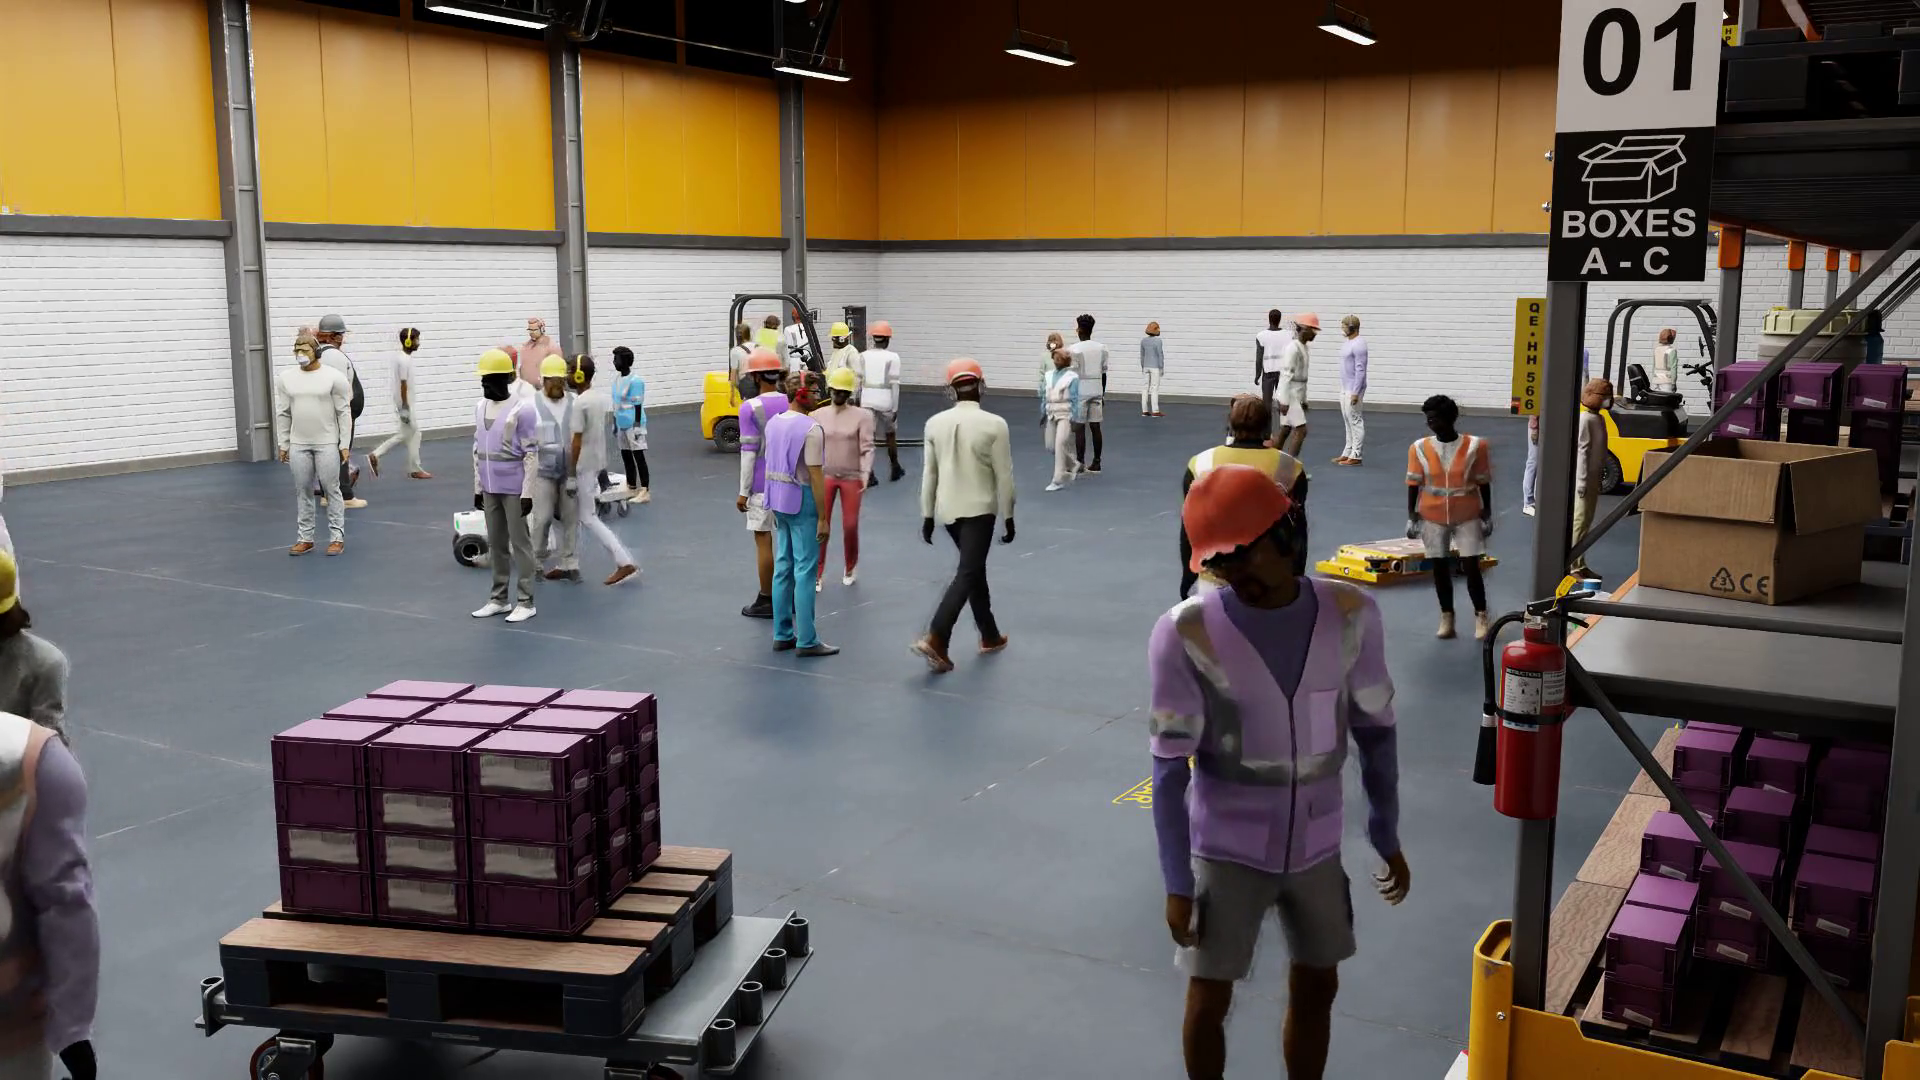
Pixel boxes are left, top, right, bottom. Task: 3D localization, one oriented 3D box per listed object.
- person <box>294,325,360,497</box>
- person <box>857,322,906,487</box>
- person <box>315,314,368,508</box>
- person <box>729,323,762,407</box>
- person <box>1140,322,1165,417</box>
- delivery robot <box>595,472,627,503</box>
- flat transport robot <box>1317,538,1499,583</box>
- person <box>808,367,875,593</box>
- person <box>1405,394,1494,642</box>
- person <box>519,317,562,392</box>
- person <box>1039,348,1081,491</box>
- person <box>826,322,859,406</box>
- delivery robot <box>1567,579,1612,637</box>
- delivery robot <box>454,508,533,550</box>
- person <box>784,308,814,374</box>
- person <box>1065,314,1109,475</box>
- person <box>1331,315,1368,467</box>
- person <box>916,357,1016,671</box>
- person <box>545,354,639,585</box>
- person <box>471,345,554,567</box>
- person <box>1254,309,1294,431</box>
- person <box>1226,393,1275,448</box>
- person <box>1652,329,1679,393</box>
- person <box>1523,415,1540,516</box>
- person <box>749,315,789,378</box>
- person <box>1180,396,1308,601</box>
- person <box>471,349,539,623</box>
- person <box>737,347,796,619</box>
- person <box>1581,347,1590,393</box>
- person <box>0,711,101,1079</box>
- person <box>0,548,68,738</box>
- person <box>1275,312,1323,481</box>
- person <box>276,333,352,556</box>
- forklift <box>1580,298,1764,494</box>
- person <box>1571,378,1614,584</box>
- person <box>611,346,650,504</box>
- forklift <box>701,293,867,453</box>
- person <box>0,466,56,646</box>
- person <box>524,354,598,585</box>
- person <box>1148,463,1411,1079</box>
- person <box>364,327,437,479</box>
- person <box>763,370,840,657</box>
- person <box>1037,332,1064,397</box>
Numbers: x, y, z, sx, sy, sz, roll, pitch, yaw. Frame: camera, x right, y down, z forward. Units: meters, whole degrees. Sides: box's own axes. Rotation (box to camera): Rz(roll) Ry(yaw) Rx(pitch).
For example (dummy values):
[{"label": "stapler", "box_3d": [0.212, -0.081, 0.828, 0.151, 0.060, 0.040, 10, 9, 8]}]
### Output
[{"label": "person", "box_3d": [-7.046, -1.413, 18.303, 0.561, 1.891, 0.657, -7, 11, -37]}, {"label": "person", "box_3d": [-0.917, -1.595, 19.412, 0.565, 1.887, 0.946, 3, 9, 16]}, {"label": "person", "box_3d": [-6.545, -1.358, 17.499, 0.536, 2.000, 0.682, -9, 13, -44]}, {"label": "person", "box_3d": [-2.734, -1.914, 21.675, 0.514, 1.810, 0.652, -7, 12, -39]}, {"label": "person", "box_3d": [3.308, -2.930, 28.573, 0.283, 1.633, 0.497, -8, 12, -41]}, {"label": "delivery robot", "box_3d": [-3.664, -0.522, 16.584, 0.477, 0.478, 0.707, 6, 10, 34]}, {"label": "flat transport robot", "box_3d": [3.681, 0.143, 13.632, 1.431, 0.197, 0.652, -6, 11, -32]}, {"label": "person", "box_3d": [-0.930, -0.474, 12.906, 0.539, 1.741, 0.546, 0, 9, 0]}, {"label": "person", "box_3d": [3.256, -0.147, 11.098, 0.572, 1.658, 0.411, 4, 10, 23]}, {"label": "person", "box_3d": [-5.374, -1.884, 21.211, 0.640, 1.905, 0.410, 5, 10, 28]}, {"label": "person", "box_3d": [1.177, -1.381, 18.917, 0.618, 1.620, 0.524, -8, 12, -40]}, {"label": "person", "box_3d": [-1.529, -1.914, 21.641, 0.404, 1.826, 0.587, -5, 10, -29]}, {"label": "delivery robot", "box_3d": [3.912, 0.486, 10.320, 0.707, 0.478, 0.477, -6, 11, -33]}, {"label": "delivery robot", "box_3d": [-3.937, -0.130, 14.165, 0.707, 0.478, 0.477, -3, 10, -17]}, {"label": "person", "box_3d": [-2.745, -3.018, 28.353, 0.576, 1.883, 0.354, -6, 11, -35]}, {"label": "person", "box_3d": [1.530, -1.769, 20.296, 0.602, 1.966, 0.368, -6, 11, -32]}, {"label": "person", "box_3d": [4.995, -1.898, 21.207, 0.370, 1.934, 0.627, 0, 9, -1]}, {"label": "person", "box_3d": [0.008, -0.176, 10.467, 0.625, 1.941, 1.015, 6, 11, 35]}, {"label": "person", "box_3d": [-2.951, -0.558, 13.156, 0.867, 1.838, 0.548, 1, 9, 7]}, {"label": "person", "box_3d": [-3.824, -0.697, 13.952, 0.885, 1.848, 0.576, -6, 11, -34]}, {"label": "person", "box_3d": [4.739, -2.513, 25.085, 0.587, 1.920, 0.390, -1, 9, -4]}, {"label": "person", "box_3d": [2.022, -0.215, 11.654, 0.318, 1.630, 0.512, -5, 10, -27]}, {"label": "person", "box_3d": [10.462, -2.313, 24.705, 0.307, 1.640, 0.519, -2, 9, -14]}, {"label": "person", "box_3d": [5.952, -1.123, 16.888, 0.522, 1.767, 0.316, -8, 12, -41]}, {"label": "person", "box_3d": [-3.031, -2.641, 26.264, 0.674, 1.802, 0.437, -1, 9, -4]}, {"label": "person", "box_3d": [1.441, 0.187, 8.480, 0.639, 1.841, 0.429, 2, 9, 13]}, {"label": "person", "box_3d": [-3.232, -0.383, 11.766, 0.588, 1.927, 0.369, 6, 11, 32]}, {"label": "person", "box_3d": [-1.368, -0.406, 11.878, 0.360, 1.937, 0.542, 9, 13, 44]}, {"label": "person", "box_3d": [7.402, -1.743, 20.223, 0.359, 1.938, 0.547, -7, 12, -38]}, {"label": "person", "box_3d": [-2.057, 1.032, 3.330, 0.638, 1.811, 0.808, -5, 10, -27]}, {"label": "person", "box_3d": [-2.882, 0.843, 4.859, 0.544, 1.688, 0.701, -3, 10, -18]}, {"label": "person", "box_3d": [3.921, -1.670, 19.552, 0.706, 2.003, 0.618, 3, 10, 18]}, {"label": "person", "box_3d": [-5.620, -0.824, 14.483, 0.638, 1.938, 0.356, 0, 9, 1]}, {"label": "forklift", "box_3d": [7.954, -1.589, 18.462, 2.313, 2.155, 1.214, 5, 11, 30]}, {"label": "person", "box_3d": [5.009, -0.471, 13.226, 0.279, 1.631, 0.504, 7, 11, 35]}, {"label": "person", "box_3d": [-3.539, -1.228, 17.792, 0.325, 1.688, 0.537, -7, 12, -39]}, {"label": "forklift", "box_3d": [-2.458, -2.344, 23.176, 2.313, 2.155, 1.214, 0, 9, -2]}, {"label": "person", "box_3d": [-6.261, -0.131, 10.386, 0.631, 1.876, 0.924, 5, 10, 28]}, {"label": "person", "box_3d": [-3.188, -0.557, 13.166, 0.602, 1.832, 0.403, -5, 11, -30]}, {"label": "person", "box_3d": [0.808, 0.789, 4.266, 0.687, 1.994, 0.414, -2, 9, -11]}, {"label": "person", "box_3d": [-6.670, -1.607, 19.722, 0.731, 1.831, 0.550, -3, 10, -18]}, {"label": "person", "box_3d": [-1.051, -0.168, 10.686, 0.373, 1.841, 0.570, -8, 12, -39]}, {"label": "person", "box_3d": [1.325, -2.144, 23.710, 0.522, 1.615, 0.594, 5, 10, 29]}]
